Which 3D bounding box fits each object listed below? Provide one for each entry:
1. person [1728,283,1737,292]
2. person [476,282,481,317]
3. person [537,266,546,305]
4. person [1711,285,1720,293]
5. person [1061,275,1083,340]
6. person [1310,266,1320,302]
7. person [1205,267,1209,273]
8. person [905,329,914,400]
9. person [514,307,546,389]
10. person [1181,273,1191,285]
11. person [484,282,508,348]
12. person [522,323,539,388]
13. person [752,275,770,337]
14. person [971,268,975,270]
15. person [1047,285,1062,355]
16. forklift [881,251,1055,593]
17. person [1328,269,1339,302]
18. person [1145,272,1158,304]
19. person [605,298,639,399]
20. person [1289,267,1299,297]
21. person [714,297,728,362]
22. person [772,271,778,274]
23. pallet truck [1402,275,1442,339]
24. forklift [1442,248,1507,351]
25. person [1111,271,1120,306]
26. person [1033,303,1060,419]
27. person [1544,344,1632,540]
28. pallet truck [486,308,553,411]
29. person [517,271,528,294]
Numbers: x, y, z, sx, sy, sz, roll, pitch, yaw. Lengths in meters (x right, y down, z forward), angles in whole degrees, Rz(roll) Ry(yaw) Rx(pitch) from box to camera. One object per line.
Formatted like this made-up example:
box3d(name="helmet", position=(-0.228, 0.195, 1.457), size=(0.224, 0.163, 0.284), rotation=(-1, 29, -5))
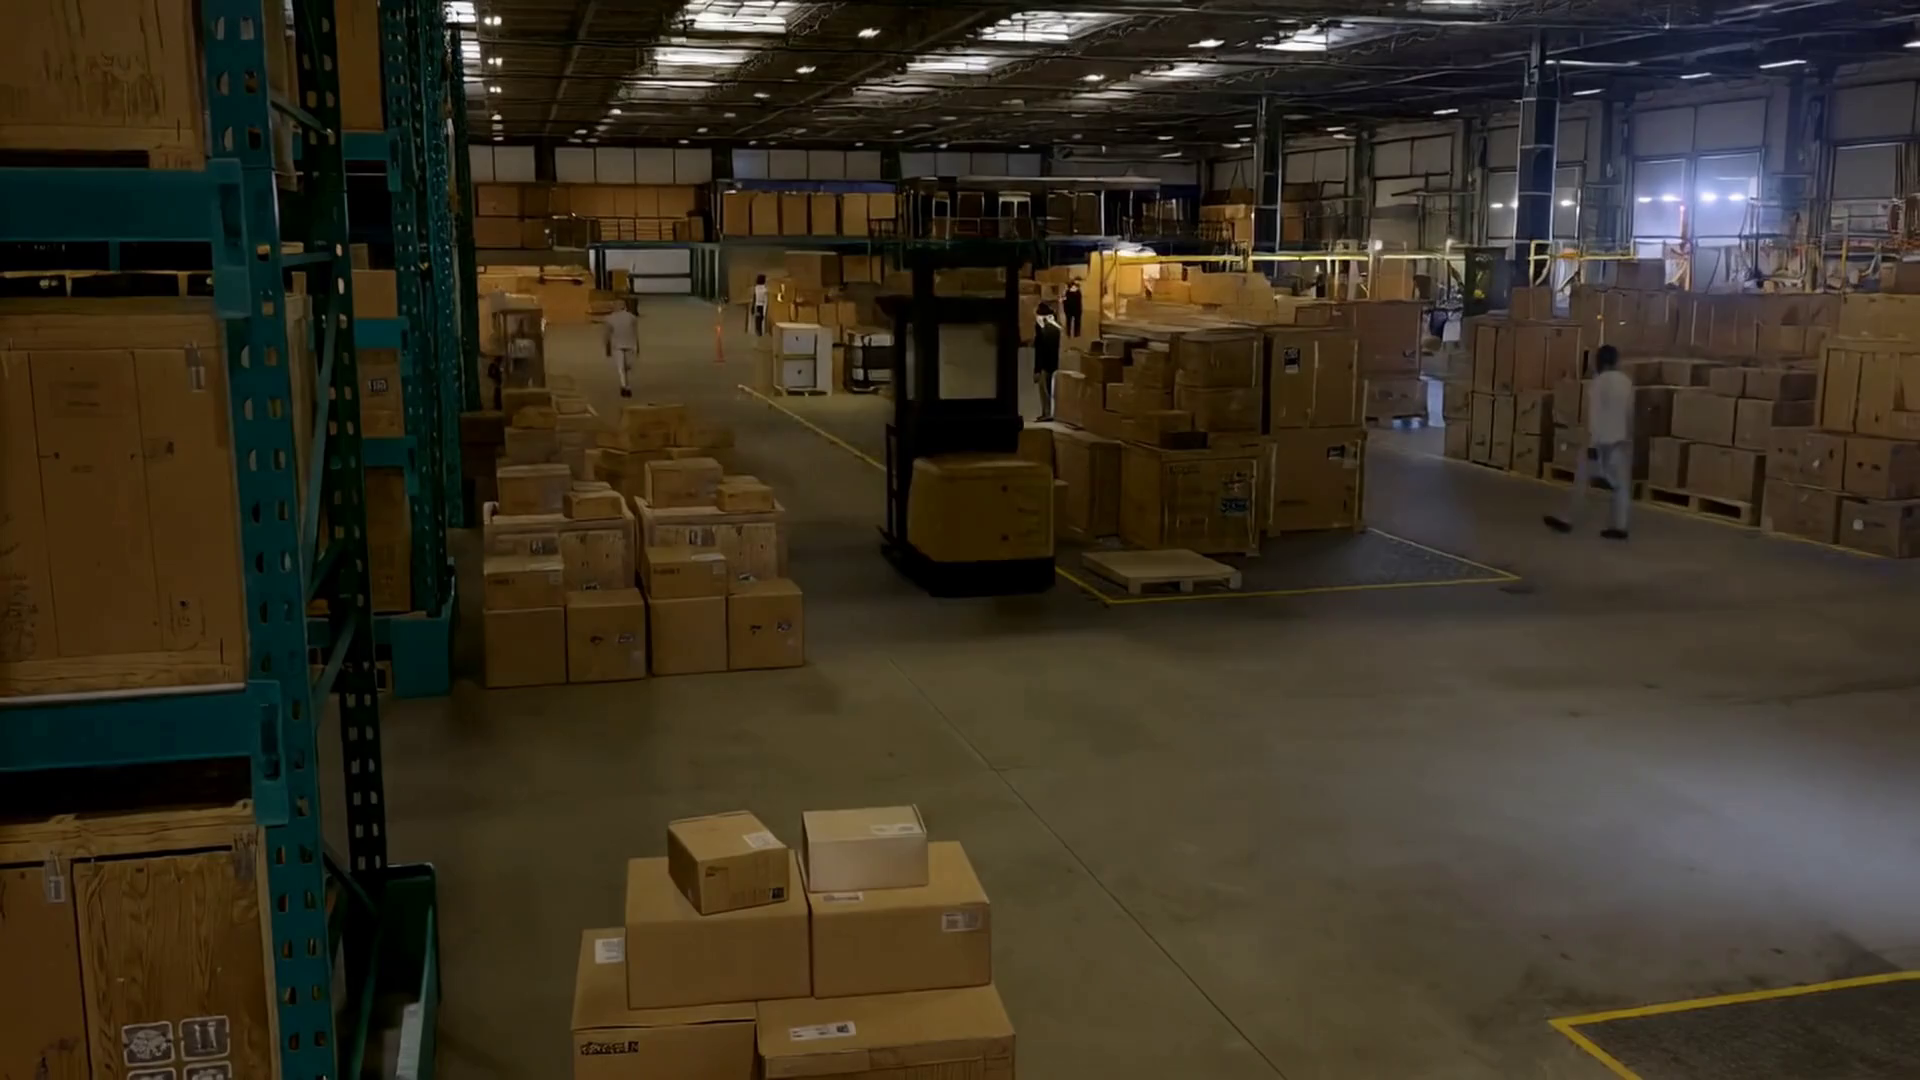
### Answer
box3d(name="person", position=(20.036, -5.732, 43.374), size=(0.435, 1.925, 0.634), rotation=(-4, 11, -21))
box3d(name="person", position=(-19.780, -10.013, 67.624), size=(0.478, 1.909, 0.581), rotation=(8, 13, 39))
box3d(name="person", position=(-18.991, -11.445, 75.517), size=(0.393, 1.985, 0.611), rotation=(-1, 10, -4))
box3d(name="person", position=(20.247, -5.923, 44.695), size=(0.663, 1.825, 0.432), rotation=(4, 11, 20))
box3d(name="person", position=(3.459, -7.115, 50.840), size=(0.742, 2.000, 0.691), rotation=(-3, 10, -16))
box3d(name="person", position=(17.733, -12.756, 83.168), size=(0.391, 1.911, 0.585), rotation=(-7, 12, -34))
box3d(name="person", position=(11.428, -11.687, 77.073), size=(0.391, 1.920, 0.587), rotation=(9, 14, 42))
box3d(name="person", position=(-0.628, -2.221, 24.101), size=(0.318, 1.695, 0.540), rotation=(10, 14, 44))
box3d(name="person", position=(-6.896, -2.810, 26.903), size=(0.788, 1.882, 0.629), rotation=(1, 10, 7))
box3d(name="person", position=(8.443, -9.070, 62.389), size=(0.350, 1.878, 0.567), rotation=(-6, 11, -29))
box3d(name="person", position=(-13.073, -6.316, 46.796), size=(0.648, 1.878, 0.846), rotation=(3, 10, 17))
box3d(name="person", position=(-6.689, -2.579, 26.175), size=(0.364, 1.669, 0.615), rotation=(1, 10, 6))
box3d(name="person", position=(-6.326, -7.437, 52.872), size=(0.607, 1.966, 0.367), rotation=(5, 11, 27))
box3d(name="person", position=(0.664, -11.192, 74.320), size=(0.968, 1.893, 0.573), rotation=(-6, 12, -29))
box3d(name="person", position=(2.482, -5.826, 44.076), size=(0.331, 1.861, 0.503), rotation=(-9, 13, -40))
box3d(name="forklift", position=(0.062, -1.075, 14.260), size=(1.129, 2.768, 1.873), rotation=(-3, 10, -15))
box3d(name="person", position=(17.925, -12.214, 80.326), size=(0.694, 1.834, 0.351), rotation=(8, 13, 37))
box3d(name="person", position=(7.324, -9.350, 63.911), size=(0.617, 1.895, 0.995), rotation=(9, 13, 41))
box3d(name="person", position=(-6.372, -3.618, 31.449), size=(0.625, 1.912, 0.901), rotation=(-4, 11, -23))
box3d(name="person", position=(17.840, -13.705, 88.864), size=(0.644, 1.803, 0.952), rotation=(-5, 11, -24))
box3d(name="person", position=(-5.941, -5.227, 41.315), size=(0.315, 1.629, 0.508), rotation=(-2, 10, -13))
box3d(name="person", position=(-7.159, -9.435, 64.317), size=(0.563, 1.918, 0.466), rotation=(1, 10, 4))
box3d(name="pallet truck", position=(14.620, -7.324, 52.145), size=(0.823, 1.965, 1.885), rotation=(8, 13, 40))
box3d(name="forklift", position=(12.484, -5.571, 39.719), size=(1.129, 2.768, 1.873), rotation=(-3, 10, -15))
box3d(name="person", position=(6.243, -9.821, 66.598), size=(0.355, 1.887, 0.573), rotation=(3, 10, 15))
box3d(name="person", position=(1.312, -2.623, 25.522), size=(0.371, 1.997, 0.622), rotation=(6, 12, 32))
box3d(name="person", position=(6.291, -0.984, 16.506), size=(0.663, 1.897, 0.939), rotation=(-6, 12, -33))
box3d(name="pallet truck", position=(-6.242, -2.418, 24.362), size=(0.823, 1.965, 1.885), rotation=(1, 10, 3))
box3d(name="person", position=(-20.691, -11.850, 78.592), size=(0.489, 1.713, 0.817), rotation=(-2, 10, -12))
